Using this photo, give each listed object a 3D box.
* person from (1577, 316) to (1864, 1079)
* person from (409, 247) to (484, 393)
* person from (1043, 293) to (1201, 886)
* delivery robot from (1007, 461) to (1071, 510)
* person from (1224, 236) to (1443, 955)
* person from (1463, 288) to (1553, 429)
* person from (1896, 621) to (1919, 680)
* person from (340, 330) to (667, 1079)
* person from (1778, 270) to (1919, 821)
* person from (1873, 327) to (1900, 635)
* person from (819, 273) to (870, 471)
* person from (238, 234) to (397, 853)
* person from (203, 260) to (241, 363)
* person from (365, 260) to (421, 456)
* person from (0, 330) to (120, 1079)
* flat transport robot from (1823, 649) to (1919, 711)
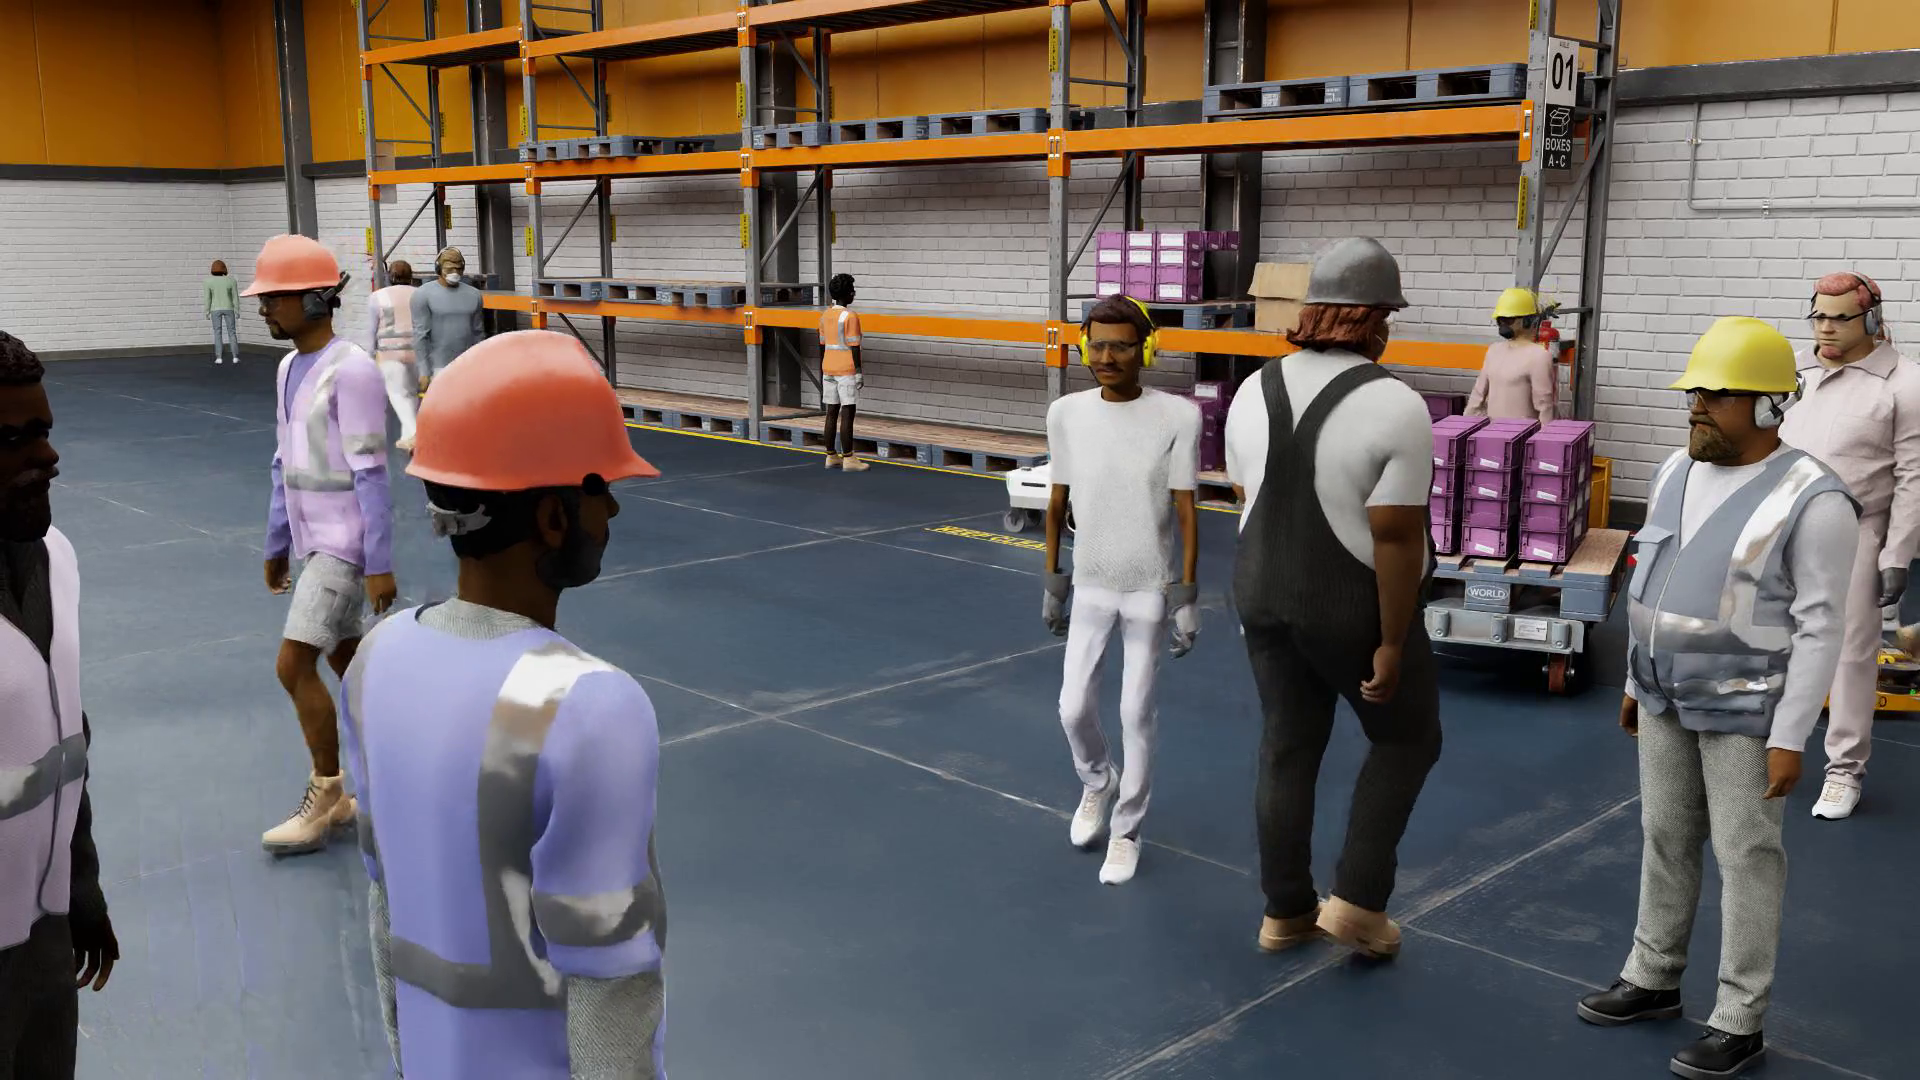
[{"bbox_3d":[1.824,0.380,4.038,0.404,1.833,0.587,-4,11,-21],"label":"person"},{"bbox_3d":[-4.030,-1.349,13.201,0.377,1.932,0.629,9,14,41],"label":"person"},{"bbox_3d":[0.500,0.164,5.205,0.523,1.845,0.405,3,11,16],"label":"person"},{"bbox_3d":[0.680,-0.358,11.297,0.707,0.478,0.477,6,12,27],"label":"delivery robot"},{"bbox_3d":[1.059,0.165,4.646,0.536,2.000,0.691,-9,14,-41],"label":"person"},{"bbox_3d":[3.187,-0.602,9.714,0.885,1.719,0.534,-3,11,-18],"label":"person"},{"bbox_3d":[4.607,-0.206,7.196,0.828,1.863,0.630,1,10,3],"label":"person"},{"bbox_3d":[-0.596,0.704,2.062,0.548,1.916,0.796,9,14,41],"label":"person"},{"bbox_3d":[3.018,0.017,5.835,0.409,1.903,0.639,-7,13,-35],"label":"person"},{"bbox_3d":[4.563,-0.324,8.452,0.521,1.608,0.533,-10,14,-43],"label":"person"},{"bbox_3d":[-1.006,-1.439,14.330,0.318,1.697,0.535,-8,13,-37],"label":"person"},{"bbox_3d":[-2.167,0.022,5.484,0.711,2.017,0.637,-8,13,-39],"label":"person"},{"bbox_3d":[-11.692,-3.614,26.365,0.506,1.631,0.281,-5,11,-25],"label":"person"},{"bbox_3d":[-5.153,-1.691,15.425,0.625,1.807,0.912,-9,14,-40],"label":"person"},{"bbox_3d":[-1.510,0.623,2.545,0.408,1.905,0.607,-1,10,-6],"label":"person"},{"bbox_3d":[3.837,0.495,7.672,0.652,0.197,1.431,2,11,10],"label":"flat transport robot"}]
